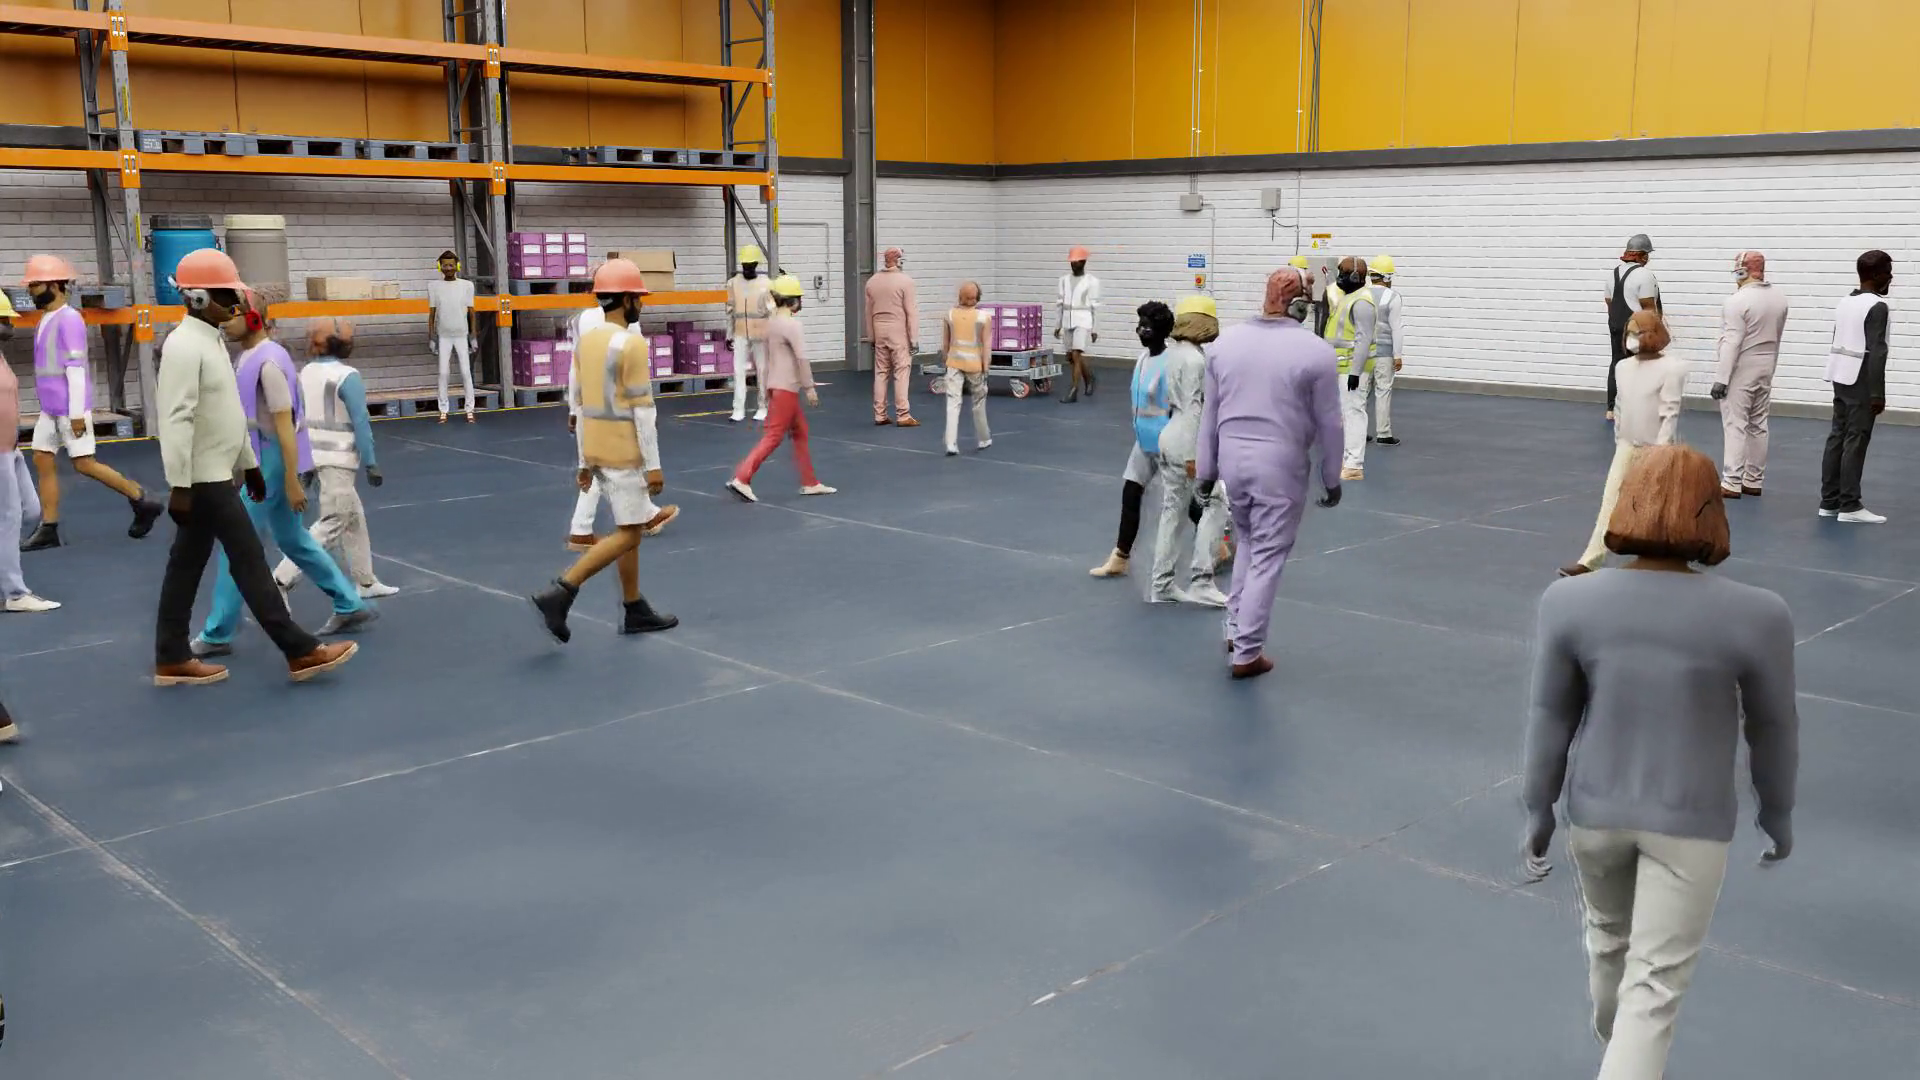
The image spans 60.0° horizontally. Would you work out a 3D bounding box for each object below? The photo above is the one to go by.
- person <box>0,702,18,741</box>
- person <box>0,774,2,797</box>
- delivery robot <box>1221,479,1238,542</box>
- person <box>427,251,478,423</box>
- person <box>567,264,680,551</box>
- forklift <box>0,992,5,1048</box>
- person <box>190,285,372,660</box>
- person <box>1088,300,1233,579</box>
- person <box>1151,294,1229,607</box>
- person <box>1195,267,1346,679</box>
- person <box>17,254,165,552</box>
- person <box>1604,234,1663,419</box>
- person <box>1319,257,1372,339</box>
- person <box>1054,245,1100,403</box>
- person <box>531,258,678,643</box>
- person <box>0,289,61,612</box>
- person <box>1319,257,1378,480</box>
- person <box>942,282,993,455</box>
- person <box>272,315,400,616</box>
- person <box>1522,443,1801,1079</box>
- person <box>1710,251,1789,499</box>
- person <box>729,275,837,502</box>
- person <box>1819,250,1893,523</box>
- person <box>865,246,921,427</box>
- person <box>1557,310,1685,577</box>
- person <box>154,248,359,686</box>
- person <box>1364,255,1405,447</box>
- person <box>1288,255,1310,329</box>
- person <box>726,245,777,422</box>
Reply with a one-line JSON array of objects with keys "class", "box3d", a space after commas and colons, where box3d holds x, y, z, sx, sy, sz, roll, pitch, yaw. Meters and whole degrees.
[{"class": "person", "box3d": [-4.227, -0.075, 6.360, 1.002, 1.891, 0.679, -2, 11, -10]}, {"class": "person", "box3d": [-3.626, 0.020, 5.743, 0.366, 1.927, 0.585, 2, 11, 12]}, {"class": "delivery robot", "box3d": [1.727, -0.219, 10.535, 0.477, 0.478, 0.707, 3, 11, 15]}, {"class": "person", "box3d": [-5.478, -2.185, 17.966, 0.512, 1.860, 0.318, -2, 11, -13]}, {"class": "person", "box3d": [-2.228, -0.874, 10.870, 0.600, 1.826, 1.006, 8, 13, 38]}, {"class": "forklift", "box3d": [-3.245, 0.323, 3.363, 2.313, 2.155, 1.214, 2, 11, 13]}, {"class": "person", "box3d": [-3.383, -0.343, 8.122, 0.983, 1.789, 0.579, -6, 12, -30]}, {"class": "person", "box3d": [1.230, -0.583, 9.784, 0.869, 1.655, 0.533, -4, 11, -19]}, {"class": "person", "box3d": [1.301, -0.485, 9.132, 0.561, 1.699, 0.543, -1, 10, -7]}, {"class": "person", "box3d": [1.456, -0.310, 7.679, 0.656, 1.877, 0.658, 9, 14, 40]}, {"class": "person", "box3d": [-5.735, -0.896, 10.804, 0.866, 1.913, 0.550, -10, 14, -44]}, {"class": "person", "box3d": [7.380, -2.312, 18.153, 0.538, 2.000, 0.684, -3, 11, -17]}, {"class": "person", "box3d": [3.980, -1.967, 16.932, 0.686, 1.790, 0.937, 3, 11, 17]}, {"class": "person", "box3d": [1.474, -2.637, 20.288, 0.549, 1.915, 0.845, 8, 13, 37]}, {"class": "person", "box3d": [-1.776, -0.423, 8.212, 0.778, 1.914, 0.546, -8, 13, -38]}, {"class": "person", "box3d": [-5.159, -0.469, 8.861, 0.462, 1.754, 0.540, -4, 11, -20]}, {"class": "person", "box3d": [3.230, -1.418, 13.823, 0.429, 1.844, 0.622, 0, 10, 2]}, {"class": "person", "box3d": [0.062, -1.598, 15.473, 0.525, 1.589, 0.861, 3, 11, 18]}, {"class": "person", "box3d": [-3.438, -0.410, 8.964, 0.507, 1.603, 0.804, 9, 14, 40]}, {"class": "person", "box3d": [1.500, 0.591, 3.556, 0.506, 1.591, 0.856, 9, 14, 40]}, {"class": "person", "box3d": [6.041, -1.267, 12.840, 0.638, 1.902, 0.407, -6, 12, -30]}, {"class": "person", "box3d": [-1.383, -1.160, 12.724, 0.886, 1.729, 0.518, -5, 11, -25]}, {"class": "person", "box3d": [6.370, -1.089, 11.816, 0.394, 1.920, 0.587, 0, 10, 2]}, {"class": "person", "box3d": [-0.689, -2.151, 17.648, 0.652, 1.904, 0.402, 7, 13, 35]}, {"class": "person", "box3d": [3.849, -0.501, 9.477, 0.835, 1.588, 0.517, -5, 12, -27]}, {"class": "person", "box3d": [-3.218, -0.310, 7.455, 0.962, 1.950, 0.652, -3, 11, -16]}, {"class": "person", "box3d": [4.027, -1.816, 16.015, 0.404, 1.832, 0.598, -8, 13, -39]}, {"class": "person", "box3d": [4.305, -2.760, 21.345, 0.328, 1.767, 0.530, -3, 11, -18]}, {"class": "person", "box3d": [-2.283, -2.217, 17.994, 0.634, 1.901, 0.822, 3, 11, 14]}]
